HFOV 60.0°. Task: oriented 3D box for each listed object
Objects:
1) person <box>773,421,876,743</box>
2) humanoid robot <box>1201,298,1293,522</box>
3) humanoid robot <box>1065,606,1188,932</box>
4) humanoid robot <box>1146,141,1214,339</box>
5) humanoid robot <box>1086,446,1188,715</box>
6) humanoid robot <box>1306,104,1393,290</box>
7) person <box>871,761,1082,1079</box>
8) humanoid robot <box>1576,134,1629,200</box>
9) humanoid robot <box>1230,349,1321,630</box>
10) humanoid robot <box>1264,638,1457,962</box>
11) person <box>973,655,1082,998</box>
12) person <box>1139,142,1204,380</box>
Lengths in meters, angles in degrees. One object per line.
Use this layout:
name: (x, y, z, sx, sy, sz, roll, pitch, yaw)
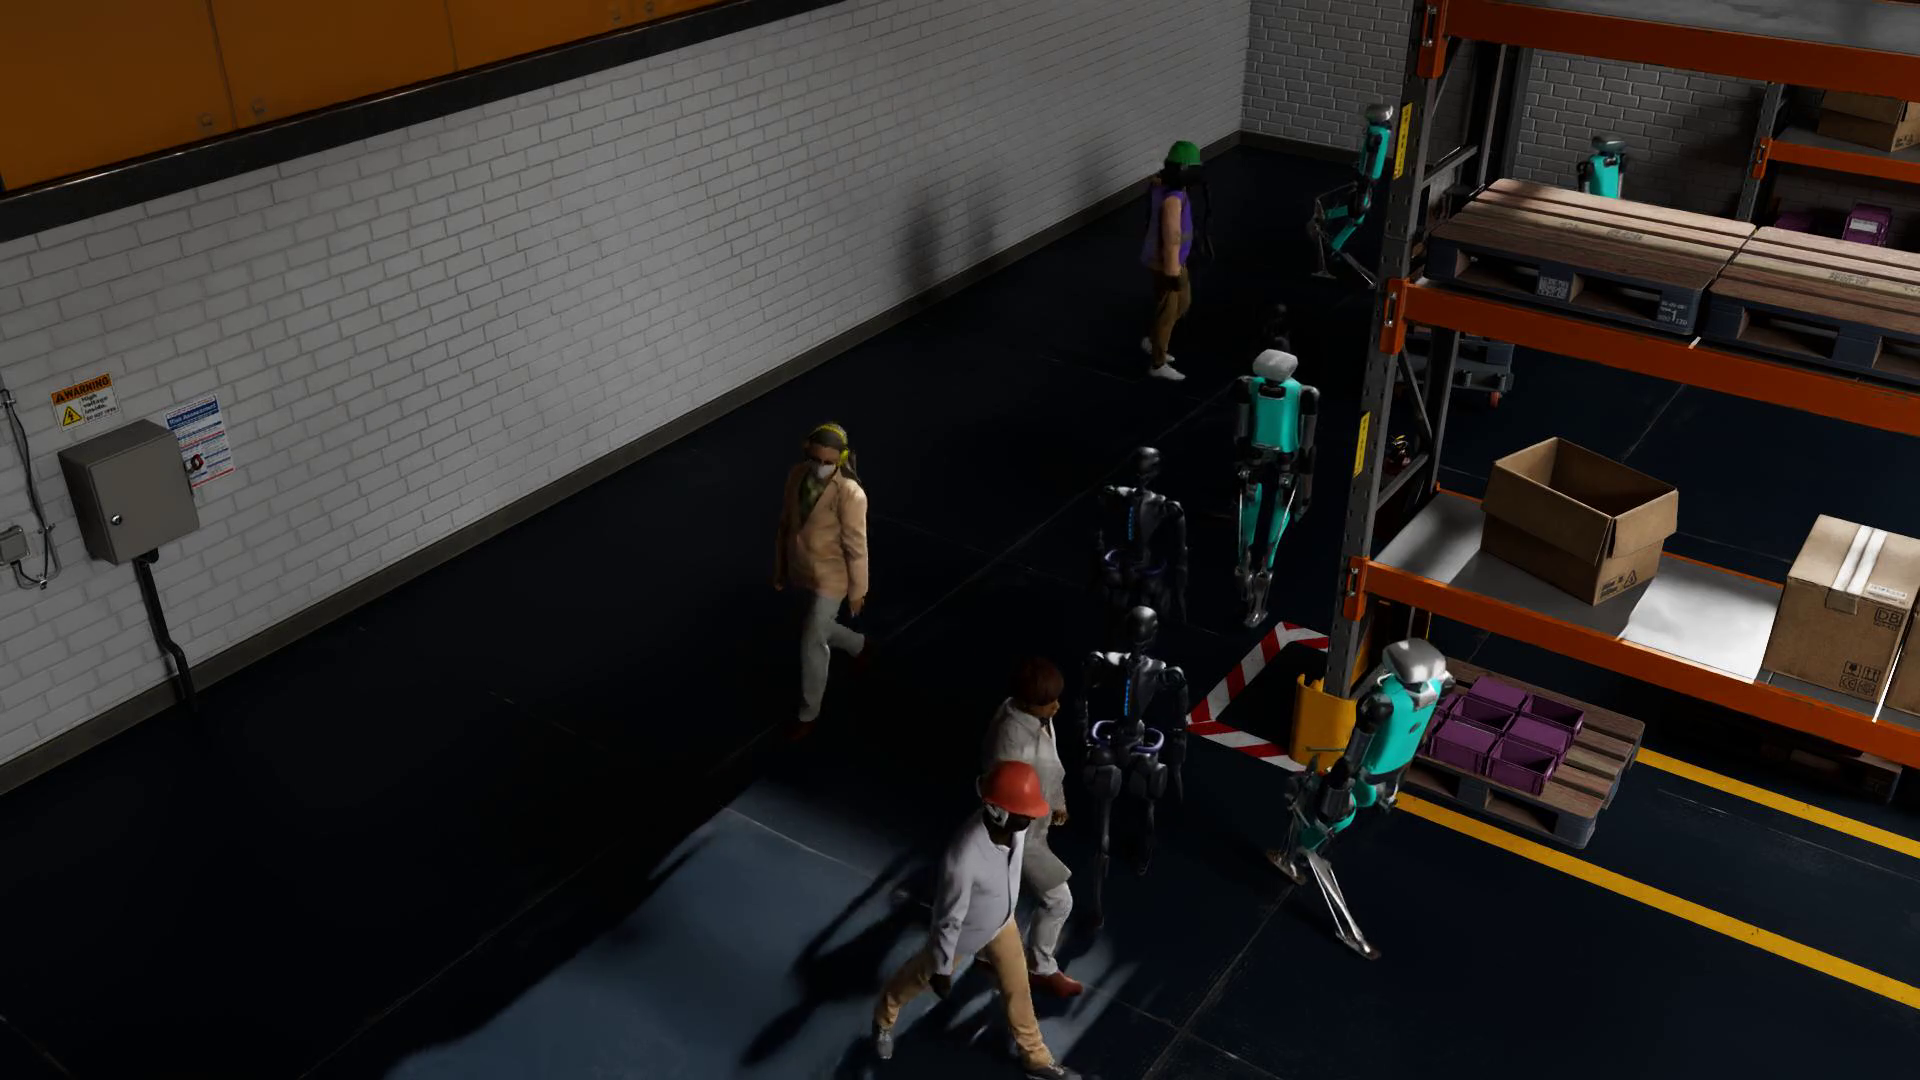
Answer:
person: (-0.754, 0.181, 9.152, 0.788, 1.838, 0.566, -26, 39, -37)
humanoid robot: (2.057, -0.876, 11.199, 0.819, 1.615, 0.594, -5, 30, -8)
humanoid robot: (0.772, 1.050, 7.874, 0.589, 1.639, 0.789, 8, 31, 14)
humanoid robot: (1.874, -2.586, 14.165, 0.605, 1.617, 0.814, 2, 30, 3)
humanoid robot: (0.991, 0.216, 9.258, 0.613, 1.637, 0.374, 14, 33, 22)
humanoid robot: (3.461, -3.031, 14.826, 1.000, 1.734, 0.559, 11, 32, 18)
person: (0.020, 1.567, 6.910, 0.967, 1.682, 0.599, 20, 35, 30)
humanoid robot: (5.484, -2.396, 13.780, 0.530, 1.773, 0.940, -17, 34, -27)
humanoid robot: (1.789, -0.222, 9.981, 0.566, 1.801, 0.801, 16, 34, 26)
humanoid robot: (1.707, 1.065, 7.770, 0.559, 1.744, 1.001, -19, 35, -29)
person: (0.349, 1.260, 7.306, 0.659, 1.808, 0.527, 5, 30, 9)
person: (1.658, -2.223, 13.266, 0.484, 1.915, 0.573, 8, 31, 13)
